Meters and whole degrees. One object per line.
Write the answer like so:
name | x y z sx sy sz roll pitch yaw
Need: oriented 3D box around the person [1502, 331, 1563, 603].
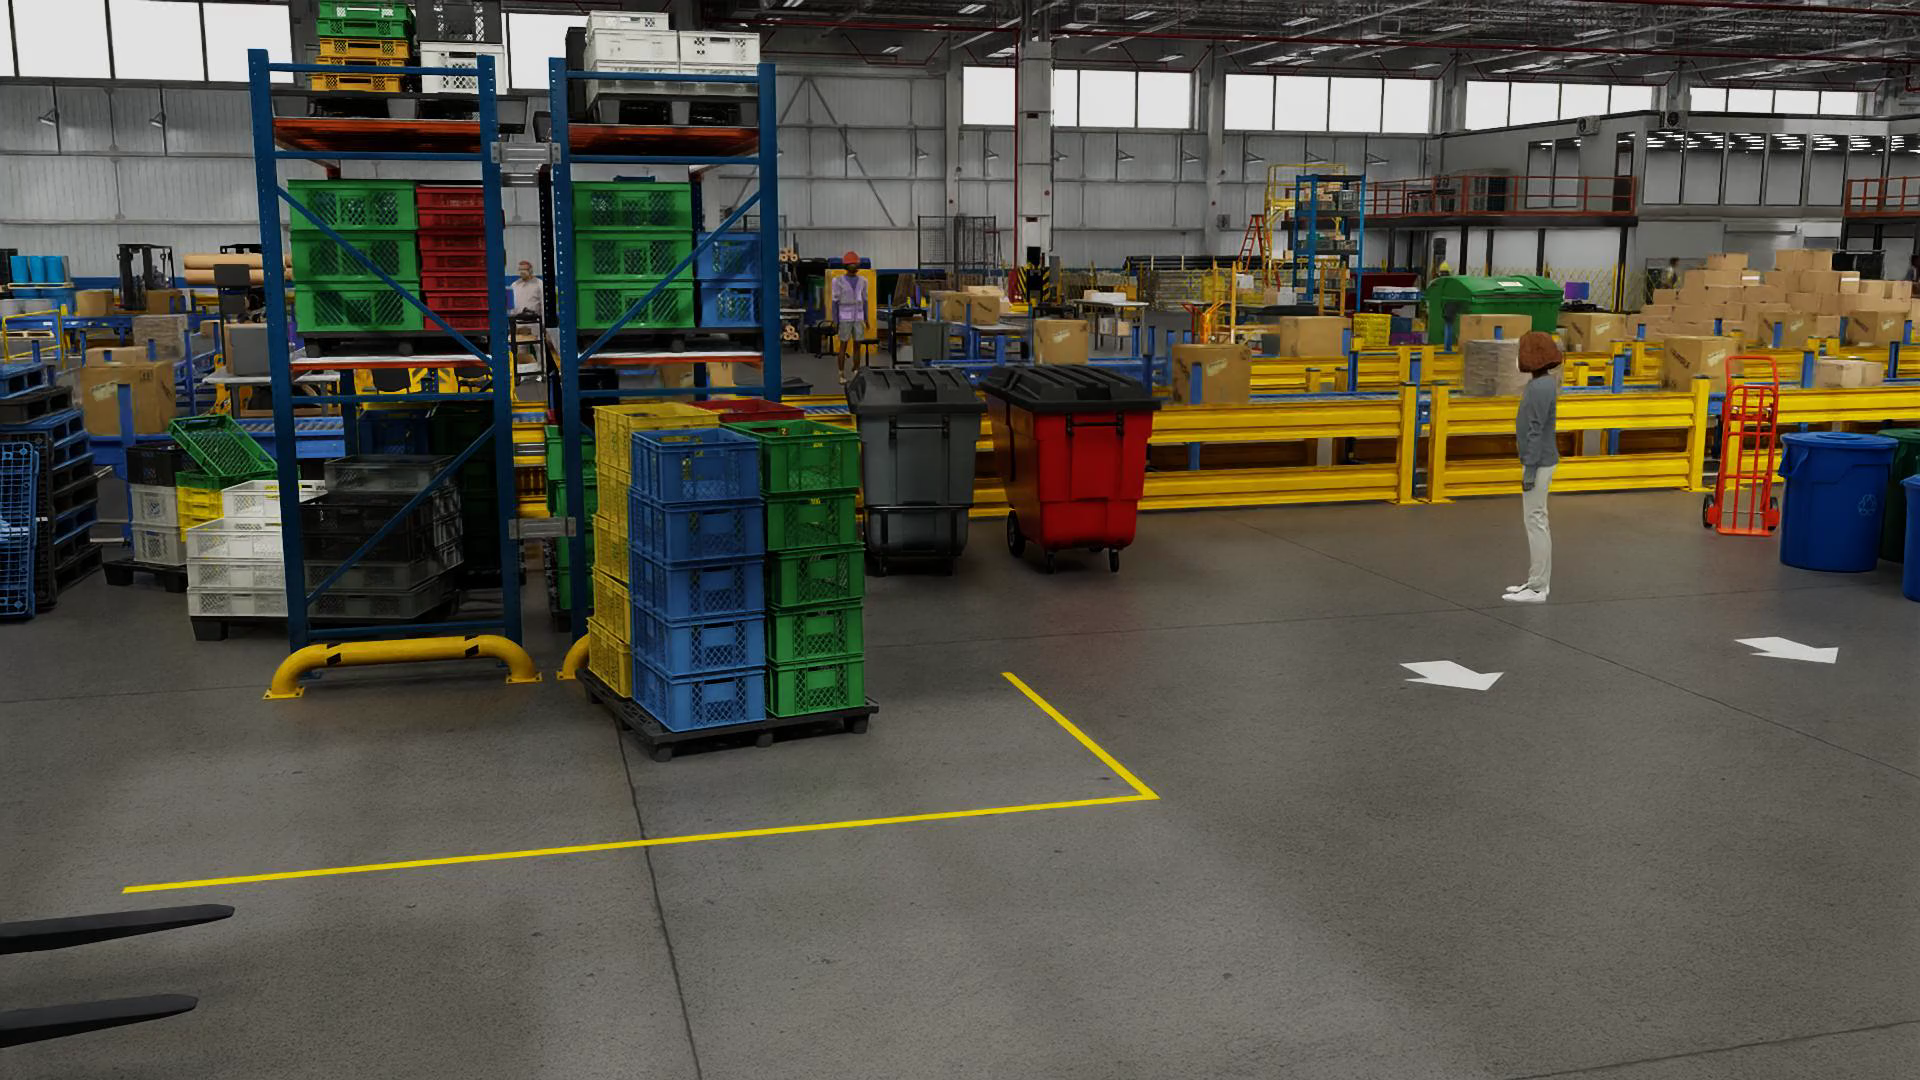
person | 3.442 -0.436 9.979 0.281 1.624 0.493 3 11 18

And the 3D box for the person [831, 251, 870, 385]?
person | -1.668 -3.407 25.608 0.615 2.043 0.372 -5 11 -27

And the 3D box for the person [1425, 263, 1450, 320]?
person | 9.210 -4.393 31.848 0.630 1.809 0.666 1 10 4

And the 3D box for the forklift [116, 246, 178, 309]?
forklift | -19.966 -6.232 40.894 1.157 1.987 2.680 -3 10 -15

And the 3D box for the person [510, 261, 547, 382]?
person | -6.811 -3.443 26.241 0.635 1.900 0.404 2 10 14

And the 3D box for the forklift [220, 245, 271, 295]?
forklift | -17.749 -6.334 41.440 1.157 1.987 2.680 -3 10 -17

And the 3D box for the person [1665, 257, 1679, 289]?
person | 20.407 -7.232 47.911 0.662 1.824 0.534 6 12 33

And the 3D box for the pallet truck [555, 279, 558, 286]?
pallet truck | -10.604 -6.375 44.520 0.653 1.274 1.630 -3 10 -15

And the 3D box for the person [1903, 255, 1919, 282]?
person | 25.746 -6.722 44.844 0.961 1.876 0.601 5 11 25
